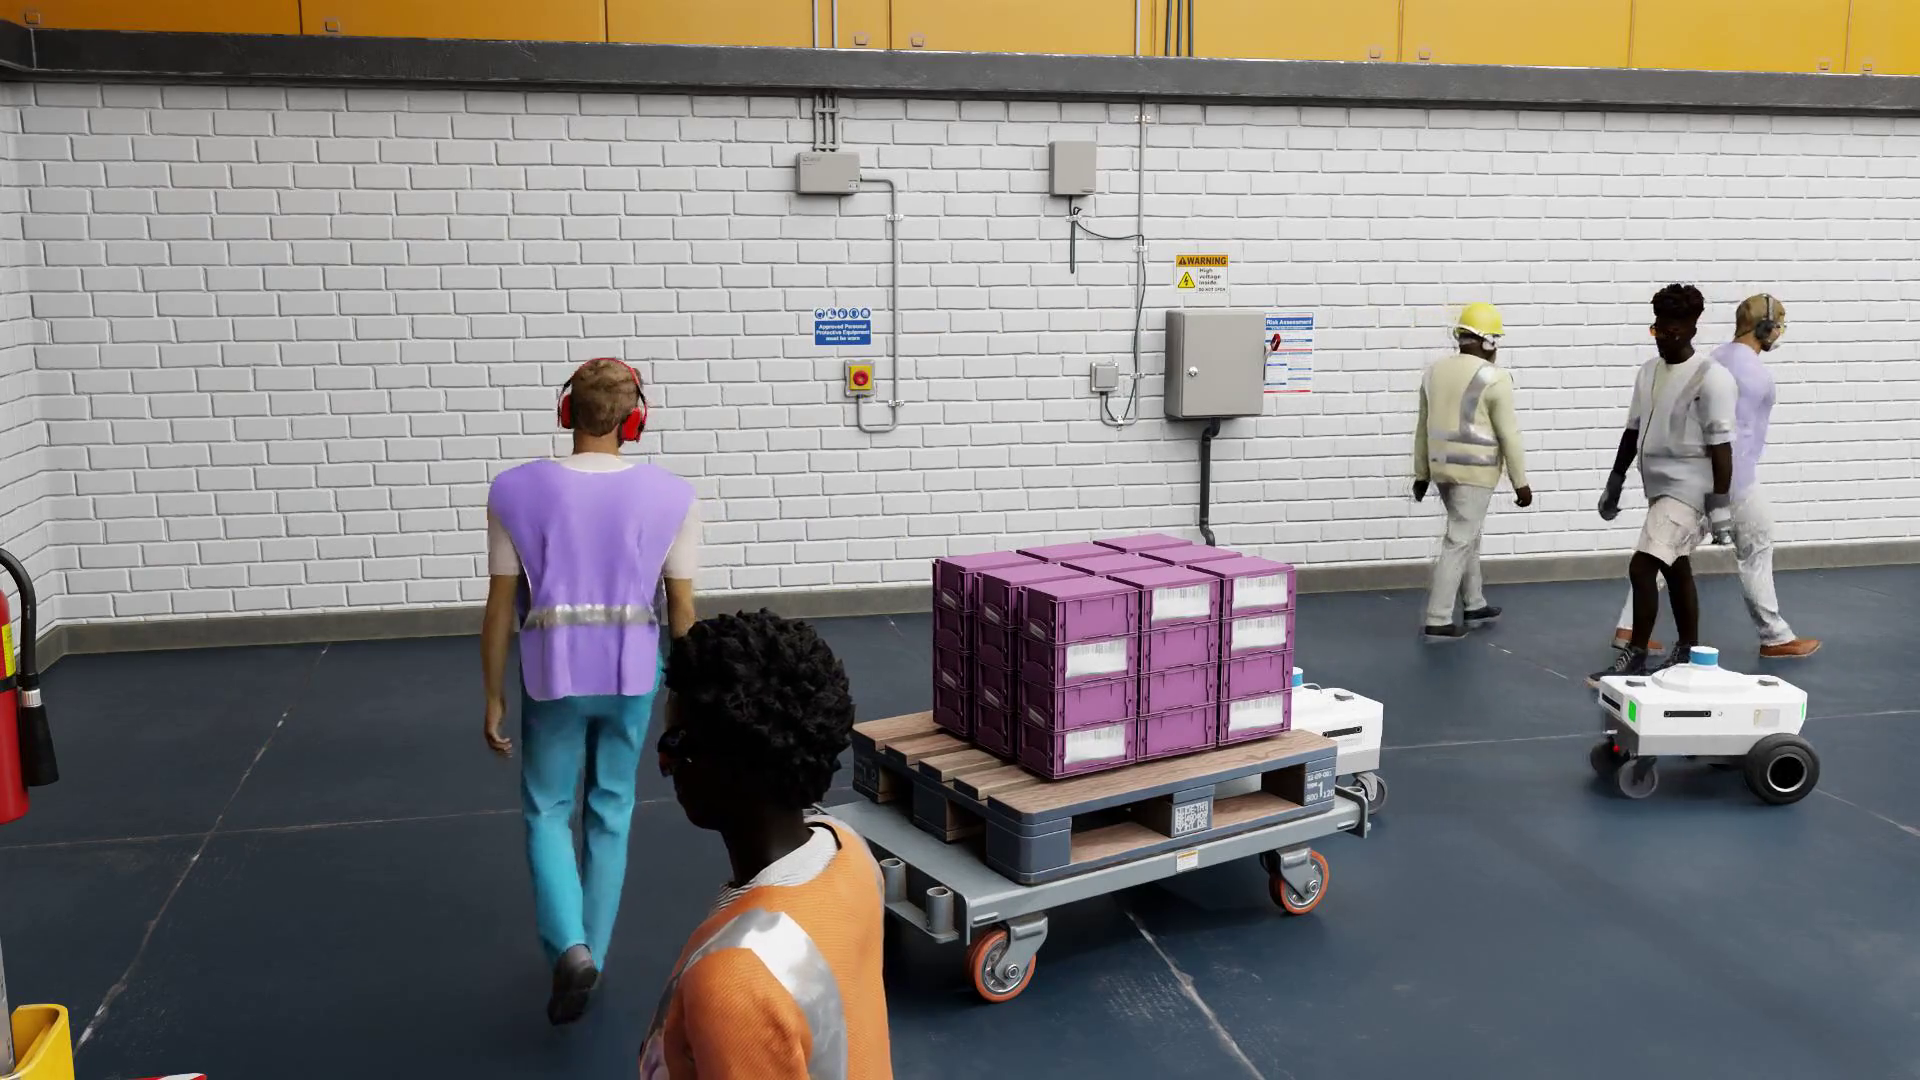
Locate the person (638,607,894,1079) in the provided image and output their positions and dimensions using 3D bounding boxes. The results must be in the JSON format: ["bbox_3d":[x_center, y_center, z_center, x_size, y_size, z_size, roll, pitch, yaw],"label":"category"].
[{"bbox_3d":[-0.227,0.921,2.078,0.316,1.695,0.541,1,10,7],"label":"person"}]

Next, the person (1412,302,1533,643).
[{"bbox_3d":[2.793,-0.358,8.890,0.803,1.799,0.608,-4,11,-23],"label":"person"}]

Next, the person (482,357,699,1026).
[{"bbox_3d":[-0.991,0.419,4.533,0.600,1.817,0.602,-3,11,-17],"label":"person"}]

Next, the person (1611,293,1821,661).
[{"bbox_3d":[3.836,-0.299,8.381,1.068,1.886,0.642,0,10,-2],"label":"person"}]

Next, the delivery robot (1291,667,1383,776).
[{"bbox_3d":[1.209,0.711,6.147,0.707,0.478,0.477,-5,11,-26],"label":"delivery robot"}]

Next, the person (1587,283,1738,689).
[{"bbox_3d":[3.251,-0.228,7.806,0.775,1.921,0.682,-1,10,-4],"label":"person"}]

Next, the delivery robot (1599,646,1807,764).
[{"bbox_3d":[2.868,0.656,6.451,0.707,0.478,0.477,0,10,-1],"label":"delivery robot"}]
